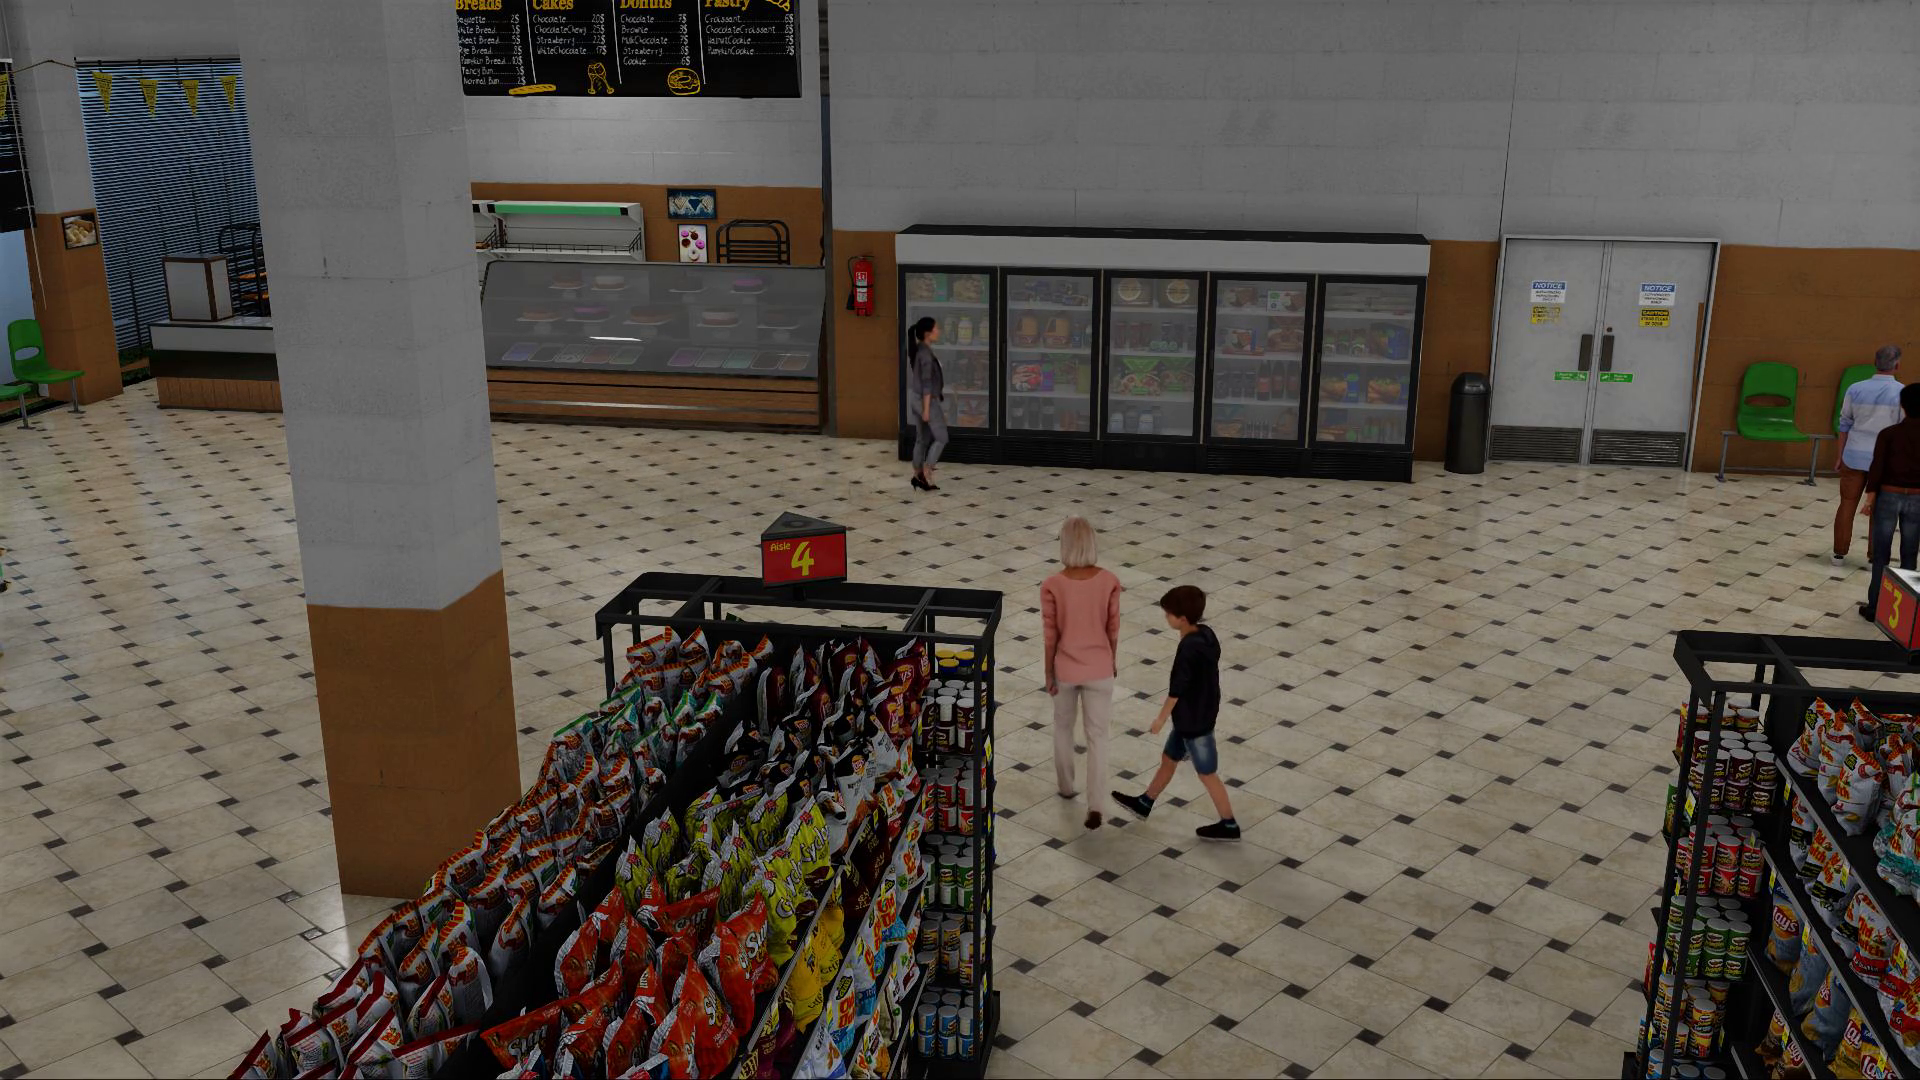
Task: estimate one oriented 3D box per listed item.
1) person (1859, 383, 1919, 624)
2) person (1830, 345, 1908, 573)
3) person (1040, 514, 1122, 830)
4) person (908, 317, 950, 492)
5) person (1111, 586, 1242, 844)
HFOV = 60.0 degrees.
[{"bbox_3d":[6.890,-0.262,12.164,0.665,1.778,0.552,5,18,17],"label":"person"},{"bbox_3d":[7.354,-0.669,13.419,0.766,1.826,0.748,13,21,36],"label":"person"},{"bbox_3d":[0.674,0.734,9.023,0.723,1.697,1.106,0,17,0],"label":"person"},{"bbox_3d":[-0.400,-1.252,15.613,0.776,1.667,0.672,-5,18,-16],"label":"person"},{"bbox_3d":[1.301,0.956,8.788,0.699,1.409,0.928,6,18,18],"label":"person"}]
